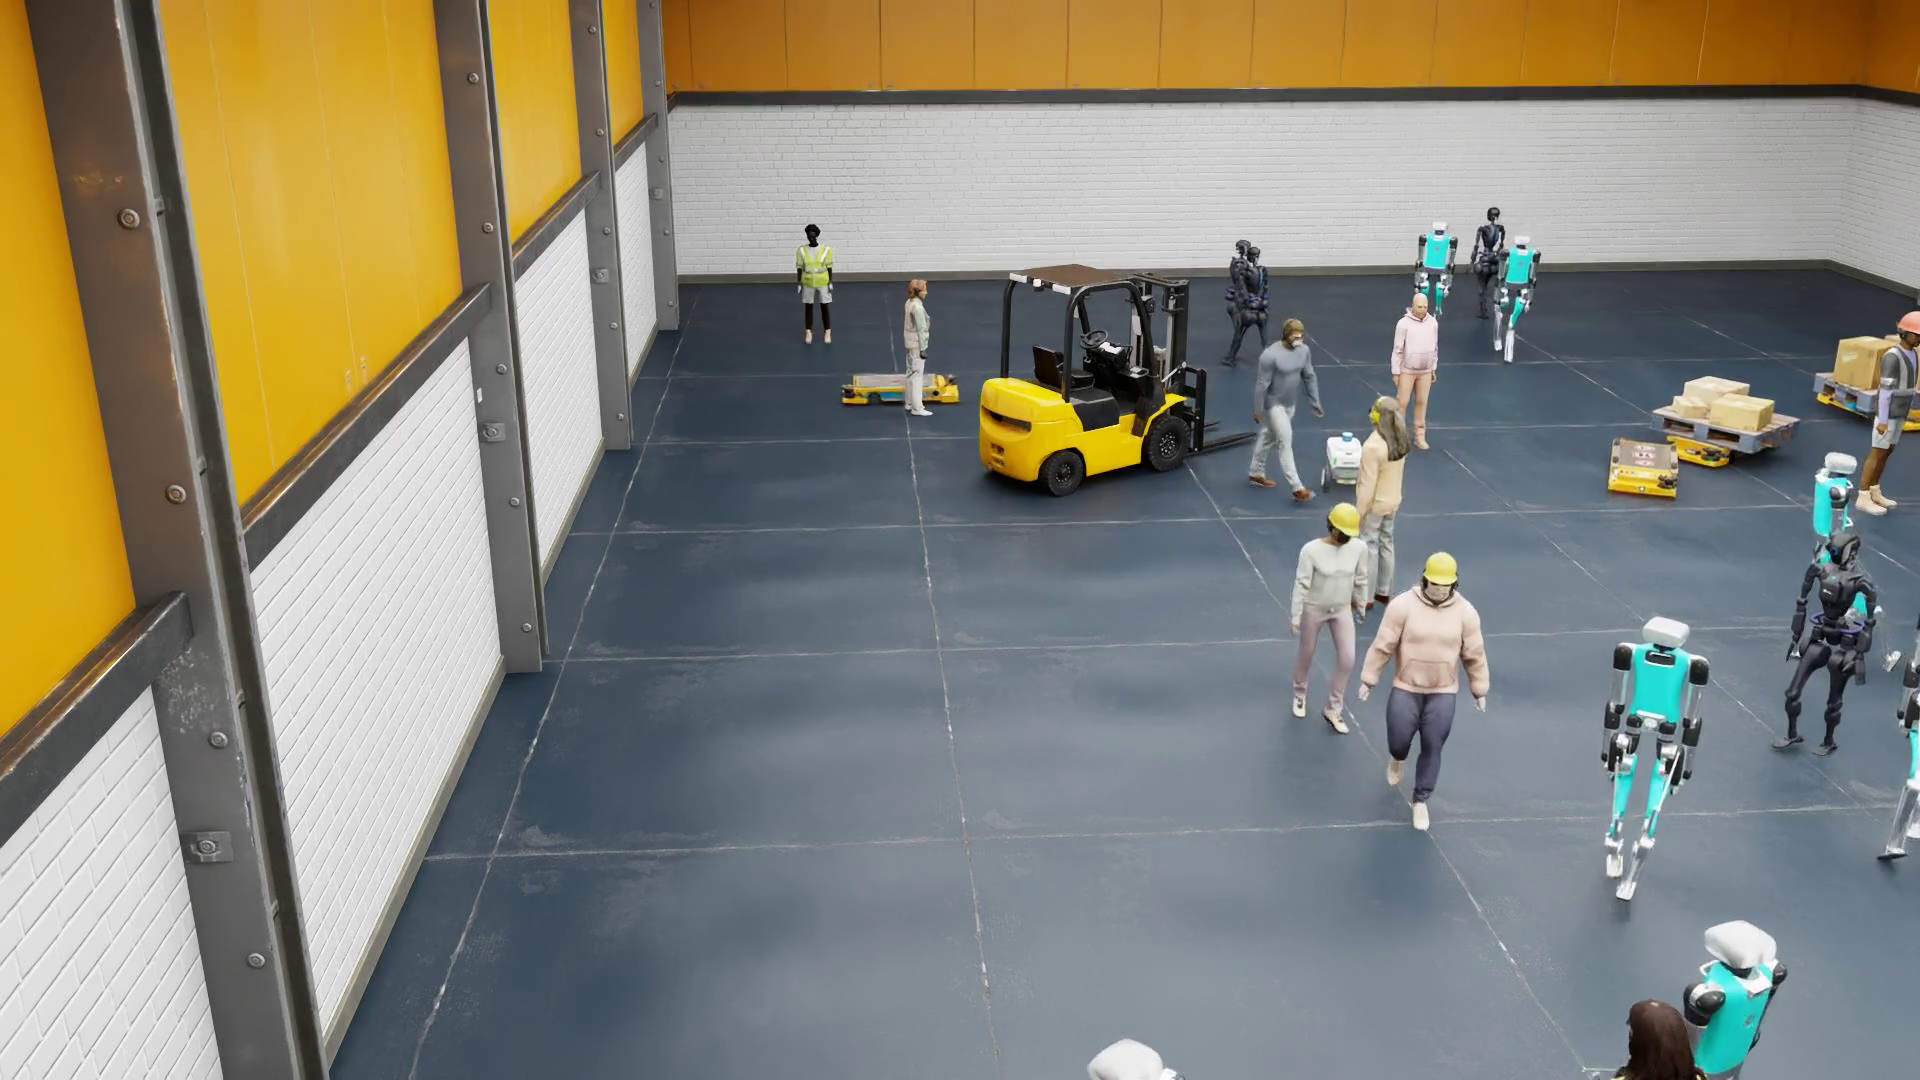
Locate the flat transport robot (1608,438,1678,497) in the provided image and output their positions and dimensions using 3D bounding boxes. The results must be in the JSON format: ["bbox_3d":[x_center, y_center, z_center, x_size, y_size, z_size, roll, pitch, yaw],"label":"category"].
[{"bbox_3d":[7.297,-0.781,17.756,0.659,0.231,1.431,8,22,20],"label":"flat transport robot"}]

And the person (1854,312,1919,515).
[{"bbox_3d":[9.285,-1.265,16.507,0.614,2.039,0.379,-18,27,-41],"label":"person"}]

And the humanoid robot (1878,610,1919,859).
[{"bbox_3d":[6.042,1.216,10.245,0.530,1.762,0.992,12,23,30],"label":"humanoid robot"}]

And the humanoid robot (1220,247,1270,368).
[{"bbox_3d":[3.869,-3.037,21.911,0.602,1.642,0.718,-15,25,-35],"label":"humanoid robot"}]

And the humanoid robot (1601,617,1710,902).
[{"bbox_3d":[4.010,1.364,9.793,0.538,1.763,0.922,12,23,29],"label":"humanoid robot"}]

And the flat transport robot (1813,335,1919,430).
[{"bbox_3d":[11.058,-1.591,19.962,0.659,0.231,1.431,-3,20,-9],"label":"flat transport robot"}]

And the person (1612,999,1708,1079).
[{"bbox_3d":[2.624,2.566,6.505,0.479,1.740,0.826,-6,21,-17],"label":"person"}]

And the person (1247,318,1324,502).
[{"bbox_3d":[3.349,-1.343,16.936,0.659,1.872,1.022,-16,26,-37],"label":"person"}]

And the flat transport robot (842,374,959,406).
[{"bbox_3d":[-0.750,-1.876,20.739,1.431,0.231,0.659,-1,20,-3],"label":"flat transport robot"}]

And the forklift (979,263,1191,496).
[{"bbox_3d":[1.315,-1.764,17.646,2.313,2.155,1.214,-14,24,-33],"label":"forklift"}]

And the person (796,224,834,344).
[{"bbox_3d":[-2.036,-3.594,23.362,0.533,1.690,0.319,1,20,2],"label":"person"}]

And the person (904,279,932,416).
[{"bbox_3d":[-0.519,-2.310,19.933,0.308,1.636,0.521,-6,21,-16],"label":"person"}]

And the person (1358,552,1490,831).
[{"bbox_3d":[3.004,0.928,10.793,0.813,1.853,0.582,4,21,11],"label":"person"}]

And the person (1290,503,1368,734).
[{"bbox_3d":[2.672,0.547,12.015,0.610,1.721,0.708,-3,20,-8],"label":"person"}]

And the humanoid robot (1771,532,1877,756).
[{"bbox_3d":[6.048,0.746,11.563,0.530,1.646,0.592,-13,24,-31],"label":"humanoid robot"}]

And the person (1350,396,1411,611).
[{"bbox_3d":[3.569,-0.309,14.141,0.564,1.874,0.391,-17,26,-39],"label":"person"}]

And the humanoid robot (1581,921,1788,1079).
[{"bbox_3d":[3.013,2.330,7.224,0.550,1.771,0.946,-11,23,-28],"label":"humanoid robot"}]

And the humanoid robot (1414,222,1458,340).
[{"bbox_3d":[6.664,-3.570,23.378,0.544,1.886,0.781,7,21,18],"label":"humanoid robot"}]

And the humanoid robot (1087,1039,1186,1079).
[{"bbox_3d":[0.442,2.659,6.402,0.769,1.892,0.550,18,26,39],"label":"humanoid robot"}]

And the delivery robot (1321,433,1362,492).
[{"bbox_3d":[4.047,-0.826,17.457,0.499,0.590,0.793,2,20,6],"label":"delivery robot"}]

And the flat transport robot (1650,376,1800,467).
[{"bbox_3d":[8.512,-1.088,18.591,1.431,0.231,0.659,-15,25,-35],"label":"flat transport robot"}]

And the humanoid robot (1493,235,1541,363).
[{"bbox_3d":[7.468,-3.300,22.568,0.540,1.761,1.058,2,20,6],"label":"humanoid robot"}]

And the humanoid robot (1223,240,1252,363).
[{"bbox_3d":[3.725,-3.209,22.338,0.307,1.653,0.606,6,21,15],"label":"humanoid robot"}]

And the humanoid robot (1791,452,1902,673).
[{"bbox_3d":[7.054,0.209,12.970,0.932,1.802,0.560,4,21,11],"label":"humanoid robot"}]

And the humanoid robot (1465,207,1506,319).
[{"bbox_3d":[7.873,-4.161,24.925,0.584,1.651,0.458,-9,22,-23],"label":"humanoid robot"}]

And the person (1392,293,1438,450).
[{"bbox_3d":[5.062,-1.885,18.584,0.537,1.774,0.416,-4,21,-11],"label":"person"}]
